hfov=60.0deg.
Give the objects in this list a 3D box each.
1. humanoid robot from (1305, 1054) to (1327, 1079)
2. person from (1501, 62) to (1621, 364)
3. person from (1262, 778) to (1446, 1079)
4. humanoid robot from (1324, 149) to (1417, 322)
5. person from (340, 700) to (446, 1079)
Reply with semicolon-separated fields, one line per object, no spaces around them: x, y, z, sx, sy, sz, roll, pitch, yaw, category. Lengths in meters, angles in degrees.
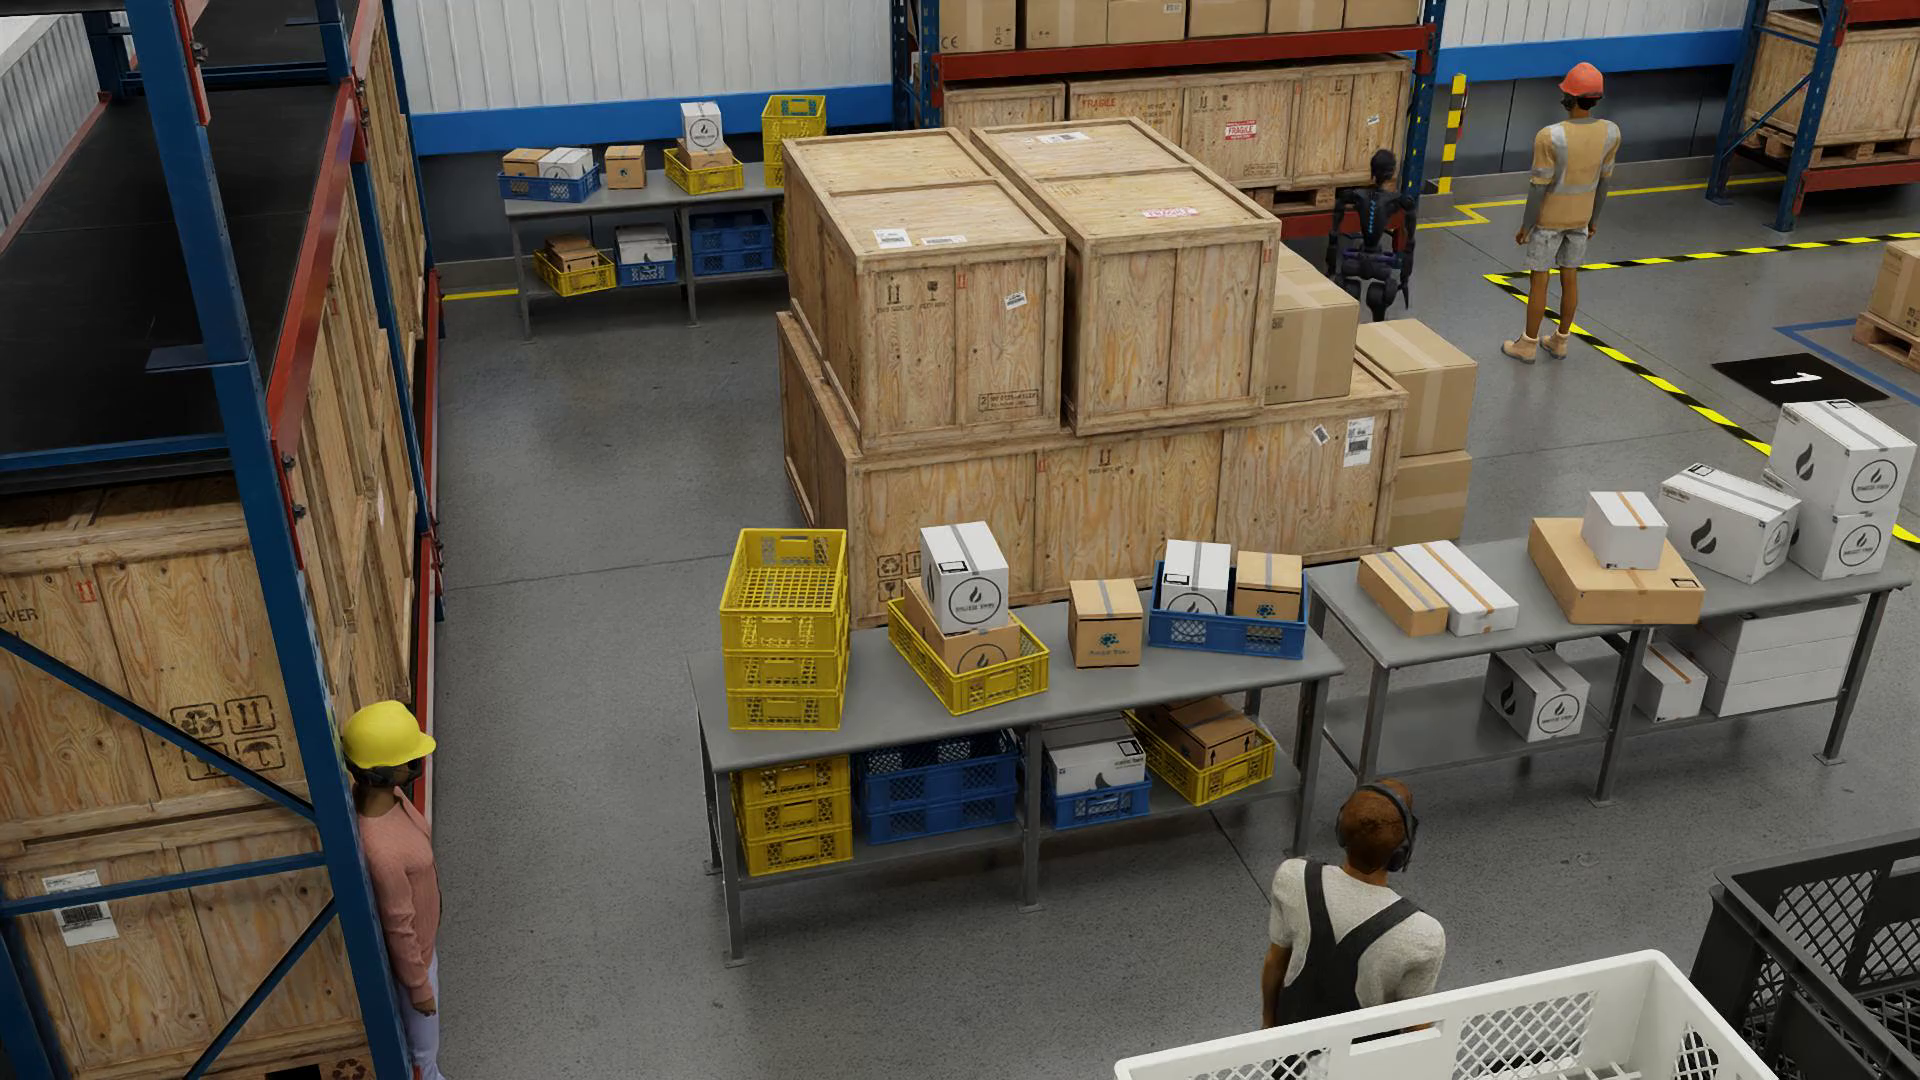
0.668;1.971;4.055;0.659;1.836;0.542;-1;29;-1;humanoid robot
4.057;-2.187;11.245;0.606;2.048;0.366;-8;30;-14;person
1.098;1.474;4.823;0.503;1.839;0.338;19;34;30;person
2.627;-1.710;10.793;0.600;1.661;0.348;11;31;18;humanoid robot
-1.728;1.267;5.274;0.337;1.761;0.522;-9;30;-17;person
